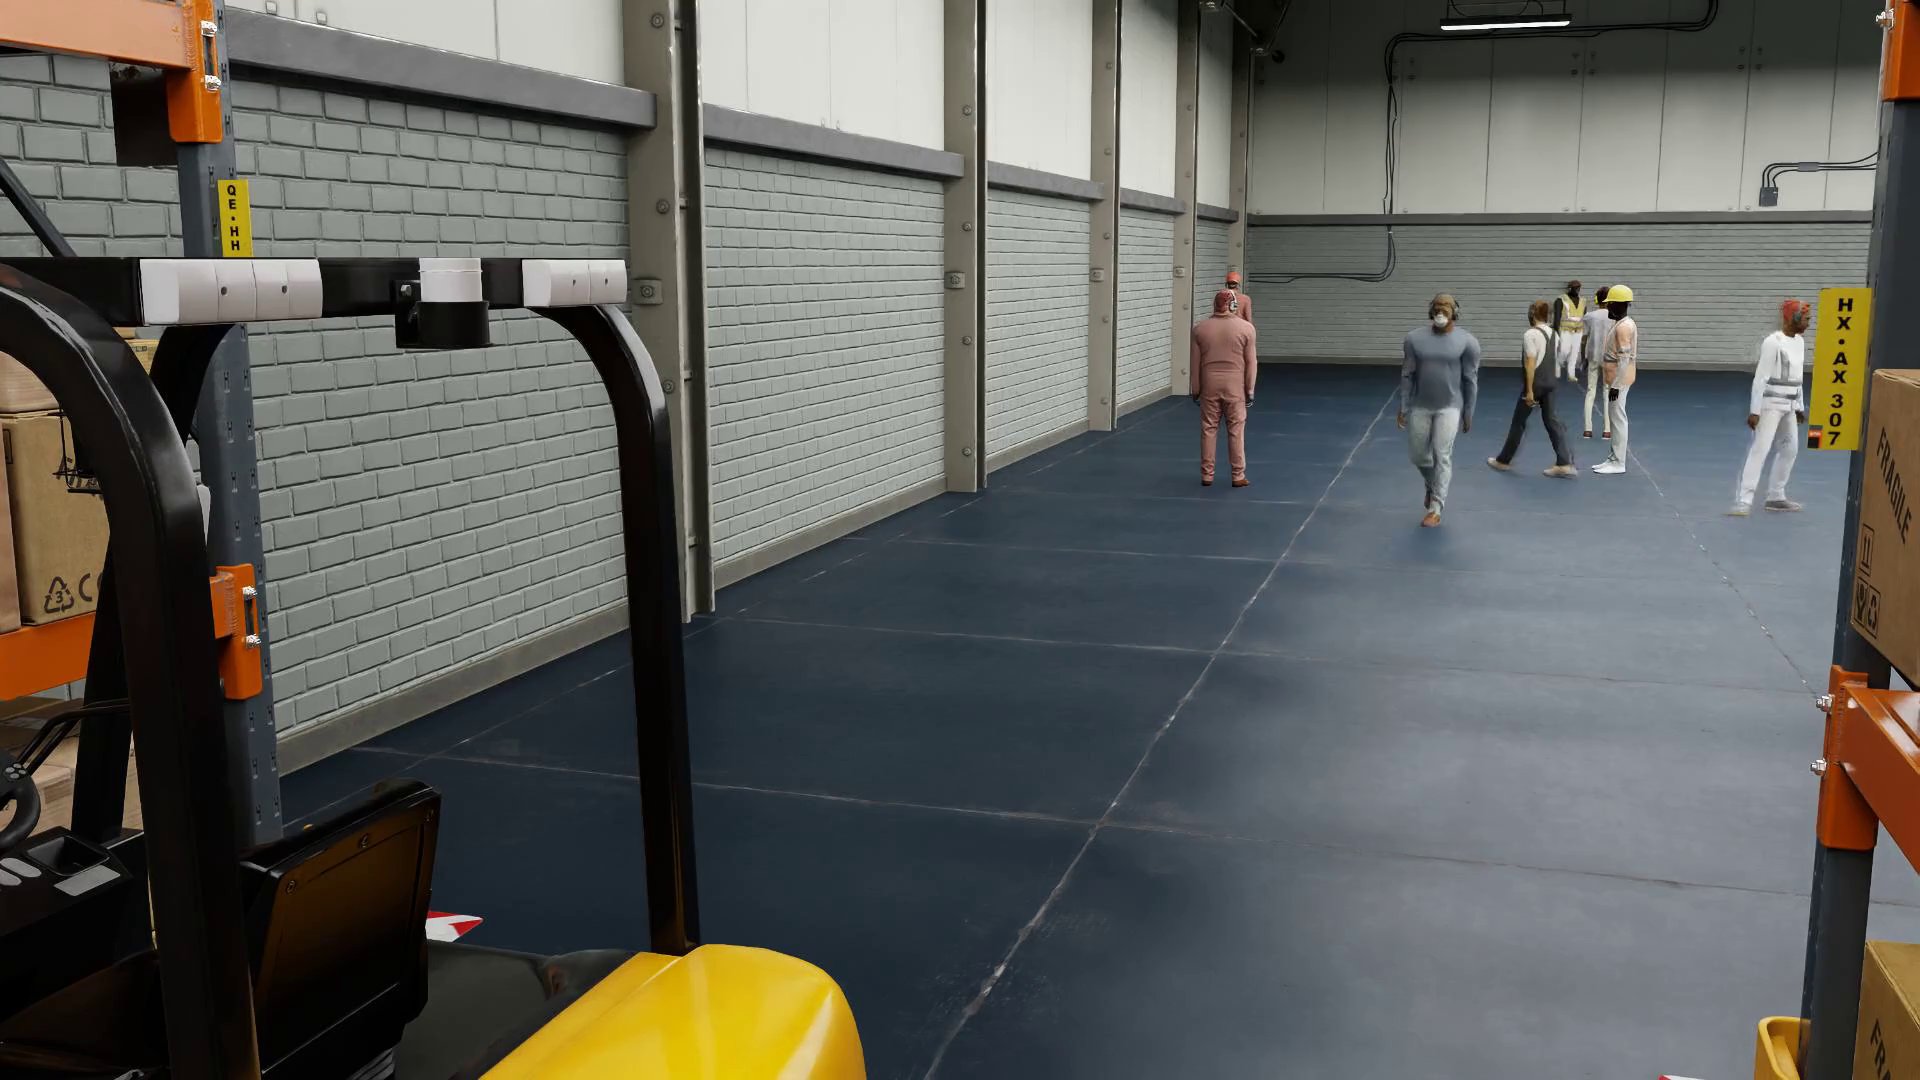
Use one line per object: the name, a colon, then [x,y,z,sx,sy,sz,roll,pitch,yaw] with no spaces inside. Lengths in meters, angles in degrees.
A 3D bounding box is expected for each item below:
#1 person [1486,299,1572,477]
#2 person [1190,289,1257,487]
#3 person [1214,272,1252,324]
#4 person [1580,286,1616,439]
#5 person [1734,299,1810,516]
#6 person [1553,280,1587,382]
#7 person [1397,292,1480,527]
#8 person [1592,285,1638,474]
person: [5.868,-1.540,16.877,0.529,1.787,1.002,-6,11,-32]
person: [2.543,-1.457,16.035,0.642,1.902,0.399,4,10,21]
person: [4.390,-3.319,26.842,0.622,1.992,0.396,2,10,13]
person: [7.851,-2.162,20.344,0.510,1.865,0.329,7,12,36]
person: [6.962,-1.126,14.269,0.788,1.856,0.350,-7,12,-38]
person: [11.011,-3.771,30.017,0.649,1.829,0.483,-2,10,-14]
person: [3.974,-1.088,13.773,0.632,1.924,0.669,6,11,32]
person: [6.716,-1.637,17.024,0.363,1.927,0.587,3,10,18]
